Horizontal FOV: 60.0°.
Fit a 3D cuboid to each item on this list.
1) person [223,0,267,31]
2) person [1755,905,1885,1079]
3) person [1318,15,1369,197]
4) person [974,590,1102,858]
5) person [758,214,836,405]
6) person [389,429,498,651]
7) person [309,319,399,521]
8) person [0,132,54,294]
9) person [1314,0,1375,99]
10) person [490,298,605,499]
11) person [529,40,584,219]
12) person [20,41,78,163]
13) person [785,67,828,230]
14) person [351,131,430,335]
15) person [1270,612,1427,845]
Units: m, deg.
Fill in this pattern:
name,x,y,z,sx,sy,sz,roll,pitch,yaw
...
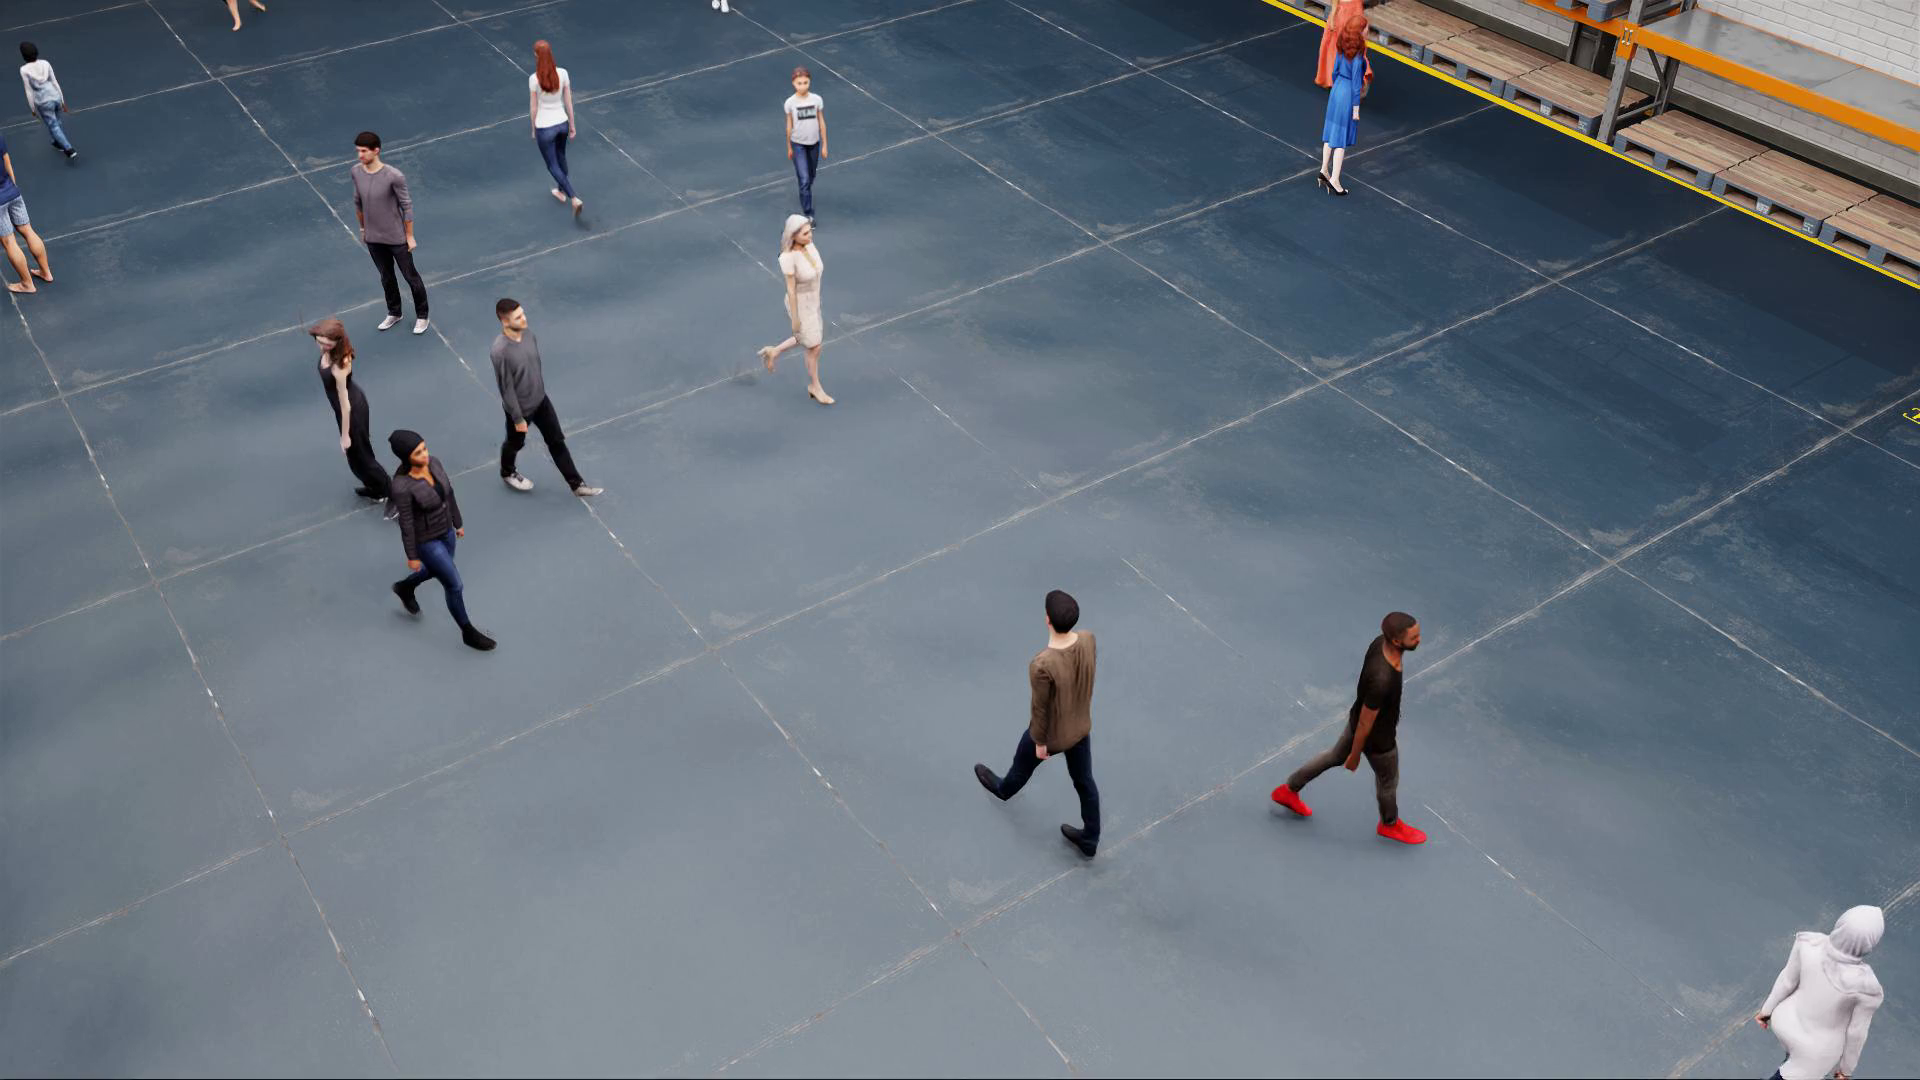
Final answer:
name,x,y,z,sx,sy,sz,roll,pitch,yaw
person,-8.861,-7.044,20.136,0.816,1.599,1.020,-13,40,-16
person,4.056,2.465,8.121,0.833,1.735,1.134,-15,41,-18
person,3.816,-4.328,16.551,0.746,1.828,0.612,-10,40,-13
person,0.648,1.136,9.706,0.742,1.833,1.174,-30,47,-32
person,-1.354,-1.880,13.573,1.036,1.719,0.895,15,41,18
person,-3.637,-0.021,11.248,1.206,1.717,1.018,14,41,17
person,-4.551,-0.971,12.437,0.821,1.717,0.574,-7,39,-9
person,-8.674,-3.114,15.014,0.729,1.850,0.709,15,41,18
person,4.325,-5.728,18.345,0.756,1.778,1.118,-17,42,-20
person,-3.342,-1.034,12.520,1.226,1.711,1.031,15,41,18
person,-3.924,-3.967,16.189,0.605,1.717,1.064,-26,45,-29
person,-9.482,-4.553,17.298,0.913,1.248,0.637,26,46,29
person,-1.524,-3.888,16.239,0.745,1.530,1.082,-12,40,-14
person,-4.977,-2.682,14.470,0.719,1.854,0.798,9,39,11
person,2.321,1.090,9.811,1.255,1.773,1.174,7,39,9
